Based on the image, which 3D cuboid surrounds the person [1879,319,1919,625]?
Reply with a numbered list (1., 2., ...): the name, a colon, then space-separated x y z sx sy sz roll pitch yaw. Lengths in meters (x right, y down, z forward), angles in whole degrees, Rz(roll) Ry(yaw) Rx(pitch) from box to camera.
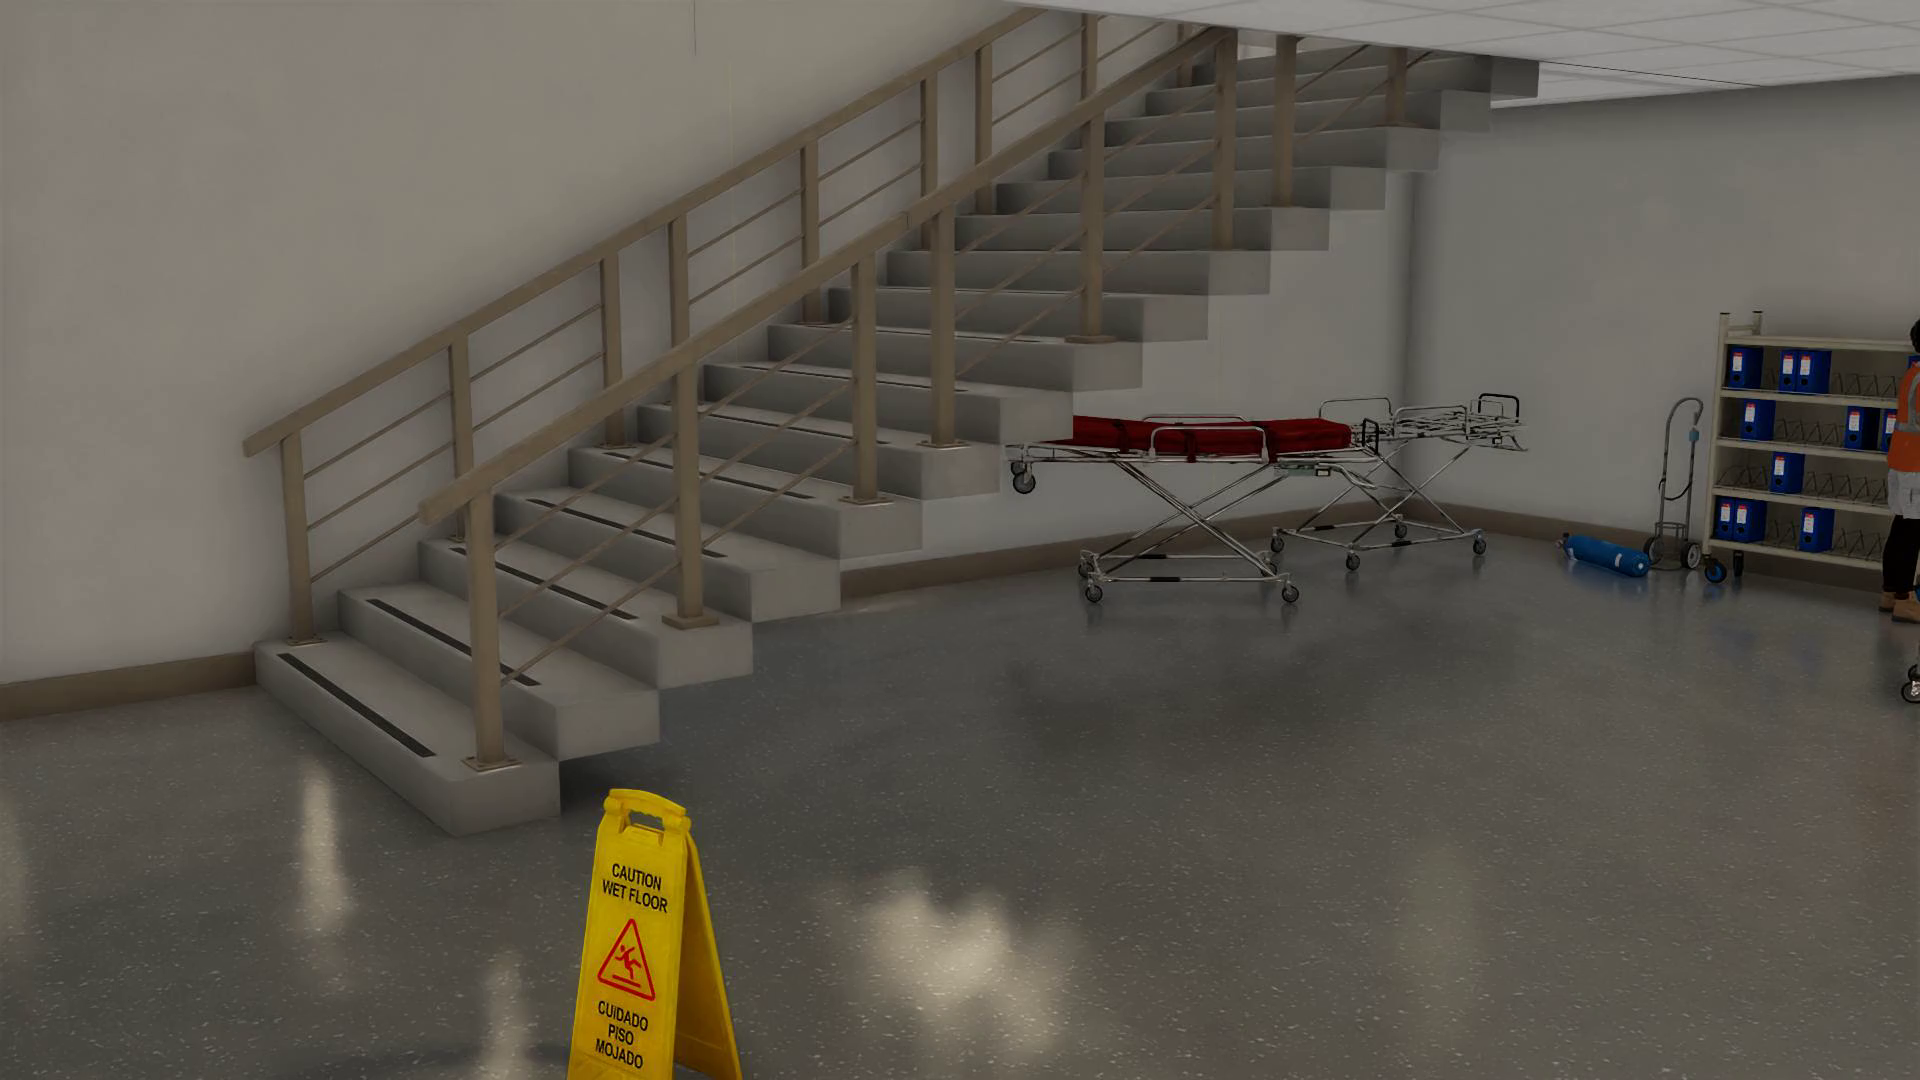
1. person: 5.257 -0.392 9.094 0.318 1.697 0.535 3 10 17
